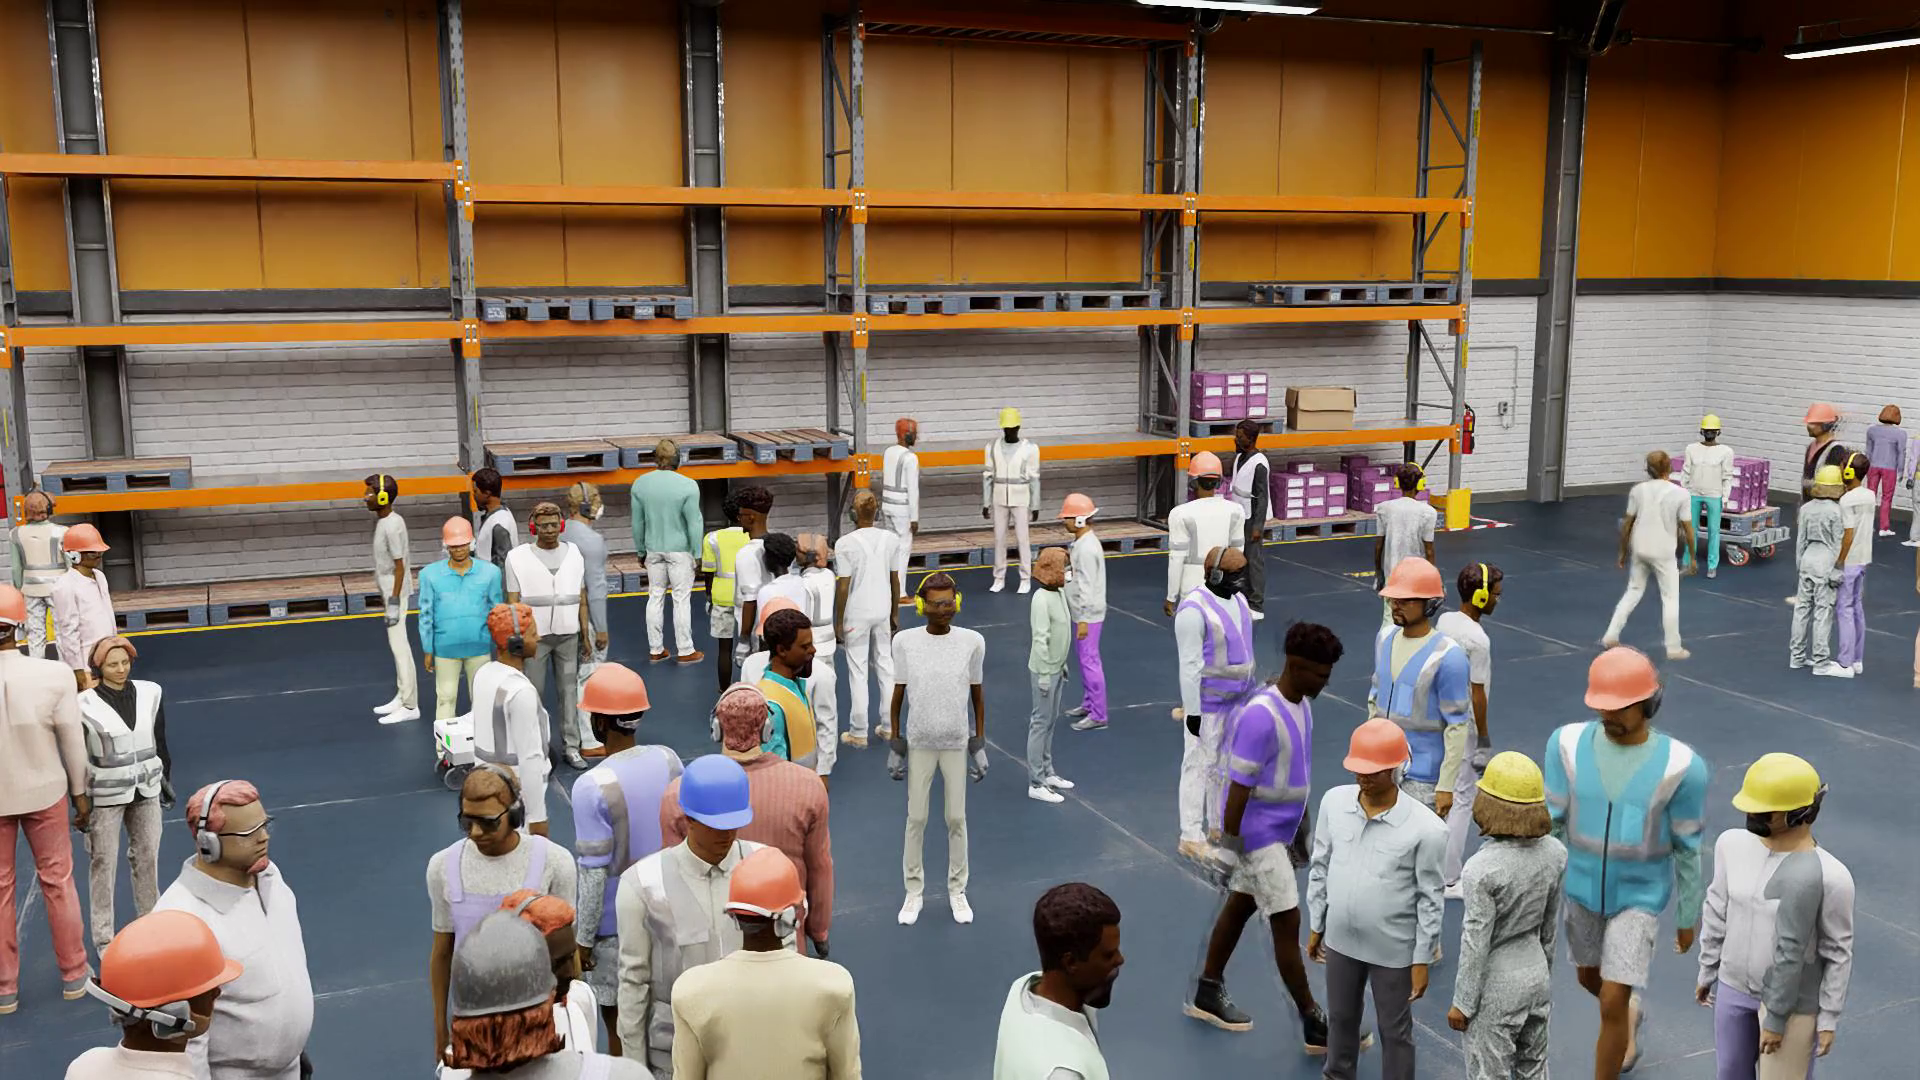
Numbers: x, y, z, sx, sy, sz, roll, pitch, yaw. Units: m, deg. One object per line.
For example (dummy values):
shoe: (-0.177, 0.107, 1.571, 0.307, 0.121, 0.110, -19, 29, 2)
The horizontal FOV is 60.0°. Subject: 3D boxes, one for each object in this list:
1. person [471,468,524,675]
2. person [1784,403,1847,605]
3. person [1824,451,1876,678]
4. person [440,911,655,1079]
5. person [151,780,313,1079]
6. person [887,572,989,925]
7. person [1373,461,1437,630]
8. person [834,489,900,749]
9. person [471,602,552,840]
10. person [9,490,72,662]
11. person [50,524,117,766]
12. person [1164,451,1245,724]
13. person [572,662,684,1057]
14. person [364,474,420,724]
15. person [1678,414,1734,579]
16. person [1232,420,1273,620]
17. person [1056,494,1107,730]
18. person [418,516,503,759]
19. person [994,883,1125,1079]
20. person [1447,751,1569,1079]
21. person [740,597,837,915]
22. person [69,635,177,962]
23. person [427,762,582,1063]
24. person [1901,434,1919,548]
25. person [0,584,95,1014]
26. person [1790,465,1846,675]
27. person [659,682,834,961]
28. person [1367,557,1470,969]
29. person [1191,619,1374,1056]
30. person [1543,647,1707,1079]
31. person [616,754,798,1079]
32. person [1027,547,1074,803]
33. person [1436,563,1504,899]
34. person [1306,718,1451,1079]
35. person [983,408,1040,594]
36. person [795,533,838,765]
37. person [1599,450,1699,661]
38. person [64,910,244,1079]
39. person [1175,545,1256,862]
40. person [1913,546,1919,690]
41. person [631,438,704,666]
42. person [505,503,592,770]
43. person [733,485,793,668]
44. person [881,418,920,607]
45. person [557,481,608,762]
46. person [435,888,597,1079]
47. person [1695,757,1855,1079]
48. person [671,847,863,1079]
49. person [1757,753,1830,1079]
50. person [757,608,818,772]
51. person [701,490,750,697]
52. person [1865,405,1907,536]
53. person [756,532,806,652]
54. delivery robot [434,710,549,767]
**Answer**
person: (-3.428, 0.410, 12.416, 0.394, 1.915, 0.587, -4, 10, -20)
person: (8.480, -0.334, 16.374, 0.531, 2.031, 0.609, 1, 10, 4)
person: (7.331, 0.204, 13.733, 0.516, 1.871, 0.325, -8, 13, -40)
person: (-1.025, 1.833, 3.853, 0.683, 2.000, 0.536, -7, 12, -34)
person: (-2.211, 1.670, 5.176, 0.407, 1.910, 0.639, 1, 10, 5)
person: (-0.116, 1.082, 8.673, 0.532, 1.869, 0.319, 0, 10, -3)
person: (3.517, 0.311, 13.149, 0.509, 1.862, 0.328, 7, 12, 36)
person: (-0.658, 0.556, 11.772, 0.514, 1.844, 0.327, -6, 12, -31)
person: (-2.092, 1.223, 7.827, 0.361, 1.882, 0.575, -7, 12, -36)
person: (-7.176, 0.429, 13.090, 0.514, 1.642, 0.310, 0, 10, -2)
person: (-5.665, 0.759, 10.868, 0.330, 1.751, 0.563, -1, 10, -5)
person: (1.798, 0.361, 12.325, 0.605, 2.045, 0.377, -3, 10, -17)
person: (-1.314, 1.428, 6.481, 0.358, 1.937, 0.549, 6, 11, 29)
person: (-4.247, 0.433, 12.409, 0.331, 1.872, 0.513, -4, 11, -22)
person: (8.027, -0.473, 17.921, 0.526, 1.771, 0.304, 8, 13, 39)
person: (2.765, -0.192, 15.871, 0.399, 1.920, 0.590, -2, 10, -11)
person: (0.895, 0.520, 12.301, 0.378, 1.739, 0.578, 0, 10, -3)
person: (-3.337, 0.704, 11.177, 0.562, 1.753, 0.334, -4, 11, -21)
person: (0.230, 1.811, 4.336, 0.372, 1.914, 0.597, -1, 10, -5)
person: (1.953, 1.609, 6.001, 0.487, 1.744, 0.294, -6, 12, -32)
person: (-0.914, 1.151, 8.609, 0.559, 1.752, 0.325, 4, 11, 21)
person: (-4.142, 1.273, 8.233, 0.306, 1.639, 0.524, 6, 12, 32)
person: (-1.533, 1.627, 5.641, 0.518, 1.836, 0.346, 0, 10, 0)
person: (11.476, -0.717, 19.733, 0.517, 1.632, 0.314, -3, 10, -15)
person: (-4.375, 1.188, 7.701, 0.612, 1.994, 0.395, -5, 11, -28)
person: (7.187, 0.245, 13.854, 0.304, 1.745, 0.483, -3, 10, -16)
person: (-0.805, 1.476, 6.299, 0.649, 1.906, 0.401, -2, 10, -13)
person: (2.177, 1.090, 8.115, 0.381, 2.045, 0.614, -5, 11, -25)
person: (1.447, 1.300, 7.309, 0.956, 1.907, 0.664, 5, 11, 26)
person: (2.655, 1.369, 6.675, 0.614, 2.009, 0.981, 7, 12, 36)
person: (-0.801, 1.620, 5.384, 0.604, 1.939, 0.415, -5, 11, -25)
person: (0.588, 0.848, 10.694, 0.278, 1.634, 0.498, 3, 10, 17)
person: (2.727, 1.032, 9.011, 0.335, 1.855, 0.532, -2, 10, -9)
person: (1.579, 1.531, 6.422, 0.561, 1.750, 0.329, 9, 13, 42)
person: (0.519, -0.397, 17.065, 0.598, 1.919, 0.395, 3, 10, 18)
person: (-0.986, 0.759, 11.181, 0.305, 1.644, 0.522, 3, 10, 19)
person: (5.962, 0.143, 14.254, 0.565, 1.821, 0.659, -9, 13, -40)
person: (-1.849, 1.839, 3.952, 0.622, 1.992, 0.397, 7, 12, 34)
person: (1.494, 0.934, 9.644, 0.428, 1.837, 0.623, 8, 13, 40)
person: (7.847, 0.318, 13.172, 0.339, 1.838, 0.505, -8, 12, -37)
person: (-2.463, 0.106, 14.099, 0.638, 1.936, 0.356, 3, 10, 17)
person: (-2.759, 0.656, 11.202, 0.566, 1.843, 0.389, -6, 11, -30)
person: (-1.328, 0.608, 11.124, 0.362, 1.963, 0.613, 4, 11, 21)
person: (-0.592, -0.279, 16.522, 0.369, 1.873, 0.590, -6, 12, -32)
person: (-2.609, 0.556, 11.506, 0.374, 1.939, 0.629, -8, 12, -38)
person: (-1.095, 1.825, 4.354, 0.356, 1.883, 0.573, 3, 10, 19)
person: (2.856, 1.617, 5.906, 0.326, 1.762, 0.533, -6, 12, -32)
person: (-0.575, 1.776, 5.009, 0.571, 1.749, 0.323, -1, 10, -6)
person: (2.907, 1.618, 5.926, 0.341, 1.754, 0.531, 4, 11, 23)
person: (-0.804, 1.248, 7.574, 0.389, 1.919, 0.592, 0, 10, -1)
person: (-1.693, 0.468, 12.707, 0.540, 1.694, 0.317, 0, 10, -2)
person: (11.446, -0.865, 20.600, 0.281, 1.624, 0.493, -7, 12, -34)
person: (-1.144, 0.790, 10.892, 0.323, 1.689, 0.539, 4, 11, 22)
delivery robot: (-3.110, 1.280, 11.047, 0.707, 0.478, 0.477, -6, 11, -30)
